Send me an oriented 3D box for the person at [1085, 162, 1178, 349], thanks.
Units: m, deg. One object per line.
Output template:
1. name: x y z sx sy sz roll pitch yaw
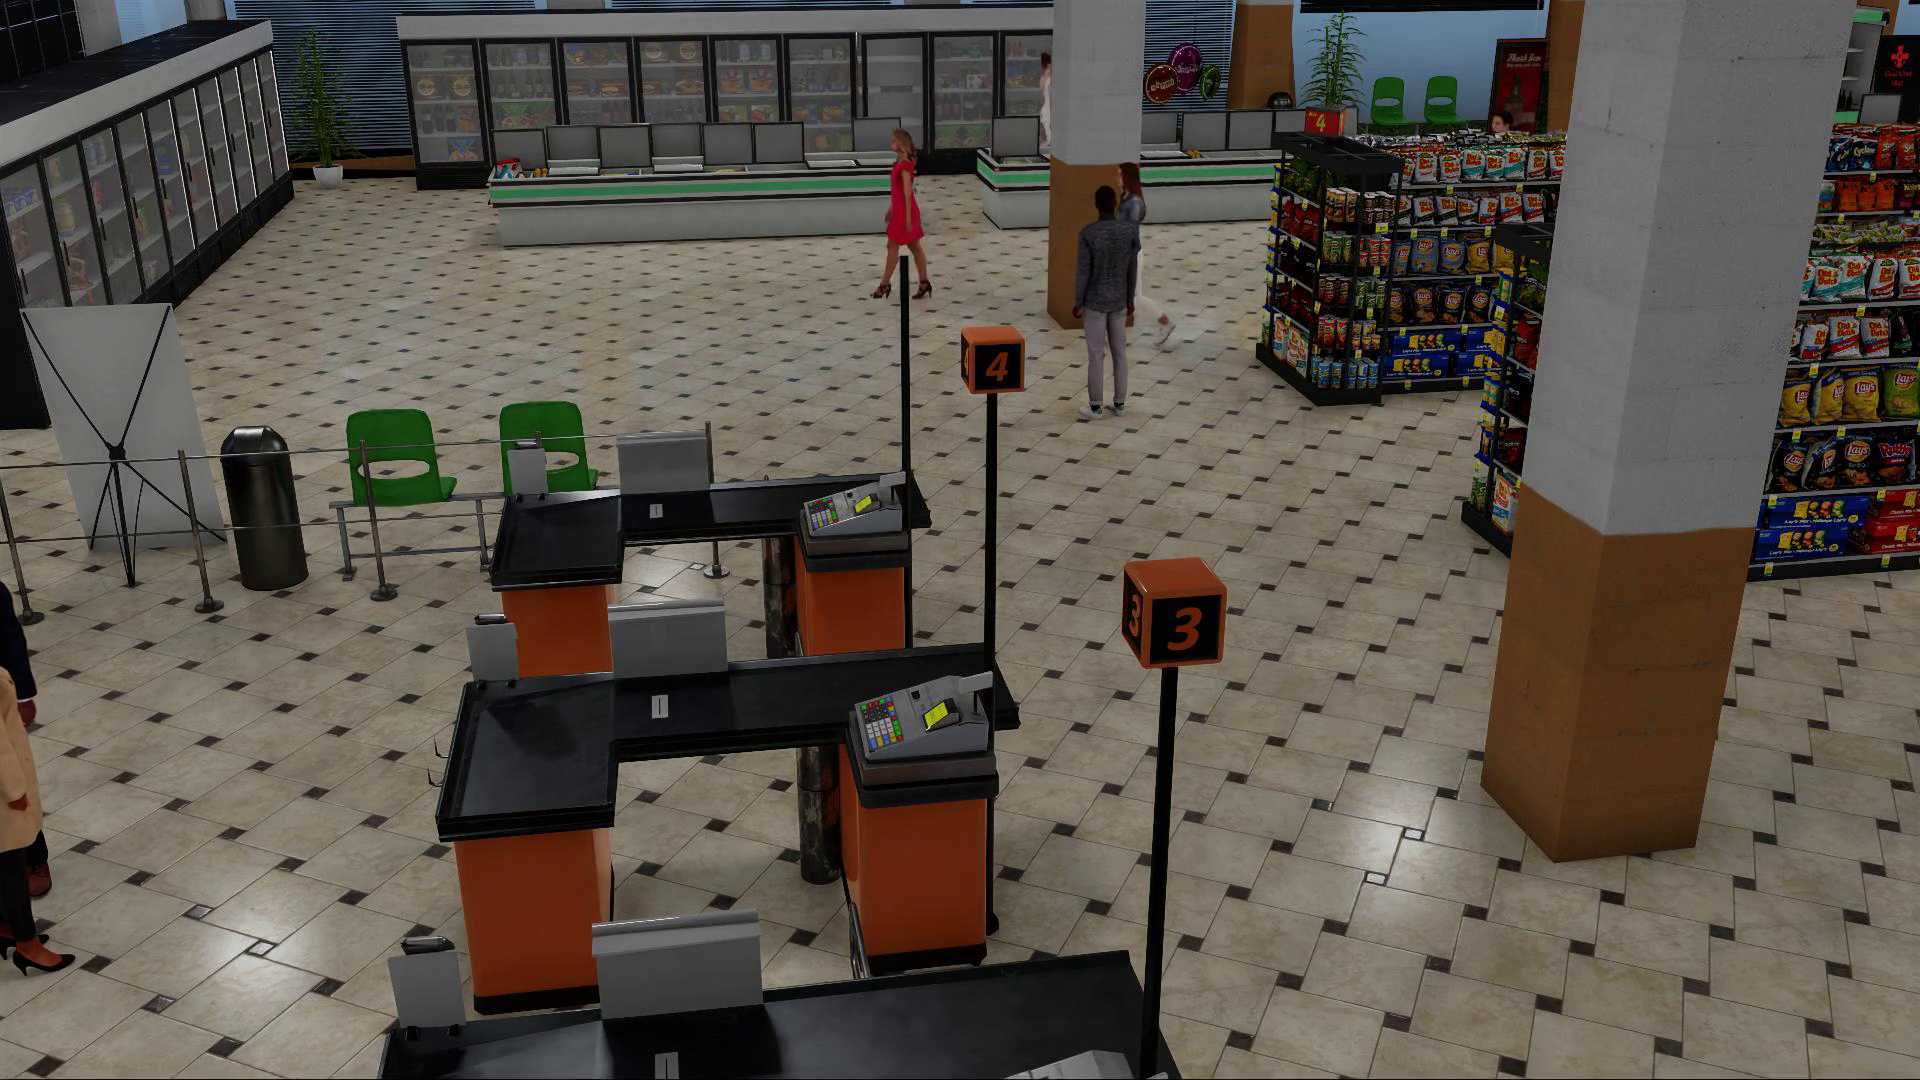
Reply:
1. person: 1.600 -2.532 14.988 1.070 1.676 0.645 -5 22 -12

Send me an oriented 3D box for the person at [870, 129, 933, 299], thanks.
1. person: -0.459 -3.274 16.796 0.882 1.704 0.654 0 22 -1

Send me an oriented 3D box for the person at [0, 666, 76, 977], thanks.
1. person: -3.749 0.913 6.406 0.713 1.682 0.735 19 29 40

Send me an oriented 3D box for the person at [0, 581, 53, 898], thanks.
1. person: -4.088 0.694 6.893 0.502 1.725 0.727 -7 23 -17

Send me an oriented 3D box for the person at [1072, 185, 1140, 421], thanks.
1. person: 1.152 -1.871 13.127 0.531 1.836 0.771 -7 23 -17
